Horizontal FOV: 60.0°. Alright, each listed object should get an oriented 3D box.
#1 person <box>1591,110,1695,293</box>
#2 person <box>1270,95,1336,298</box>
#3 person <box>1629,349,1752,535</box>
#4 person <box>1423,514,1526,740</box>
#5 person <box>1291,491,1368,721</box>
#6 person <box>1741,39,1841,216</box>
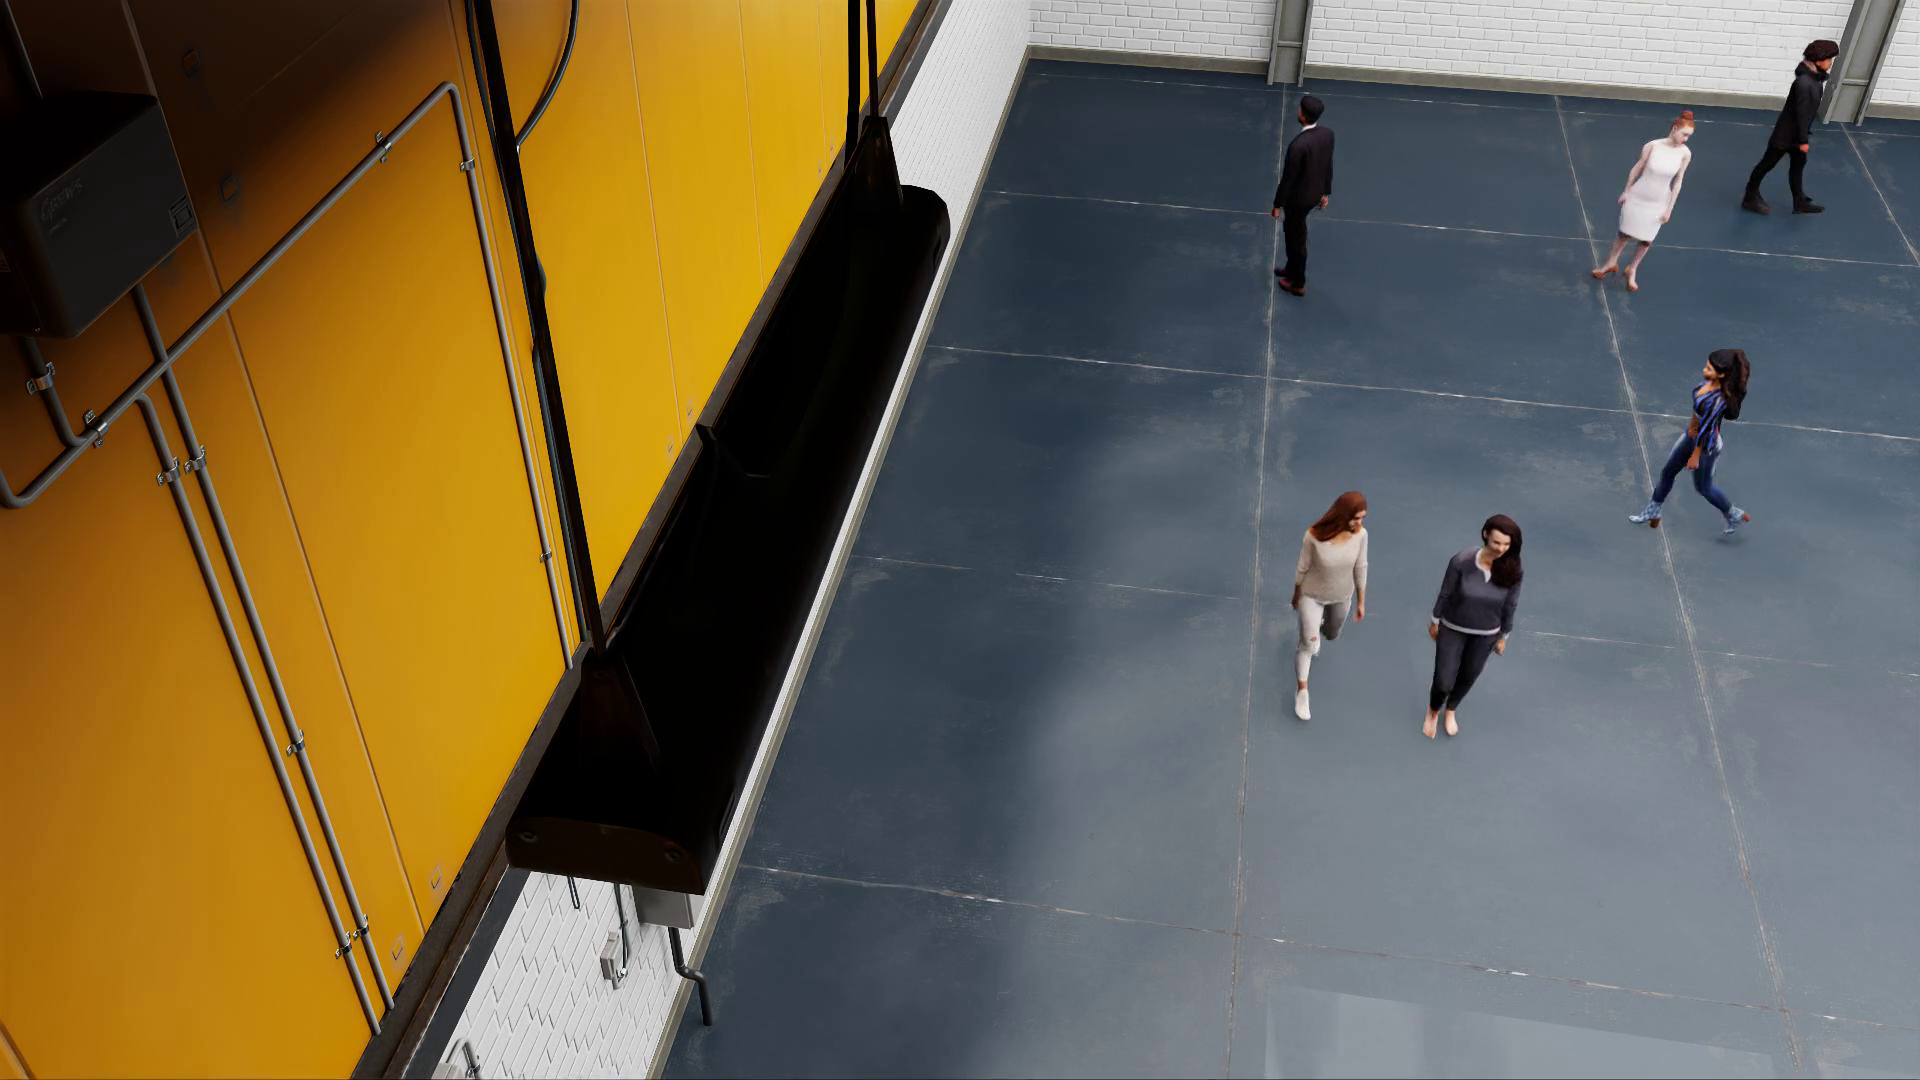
[{"bbox_3d":[6.074,-3.030,14.808,0.587,1.775,0.814,24,44,27],"label":"person"},{"bbox_3d":[3.094,-2.994,14.687,0.855,1.870,0.890,-29,47,-32],"label":"person"},{"bbox_3d":[5.429,-0.665,11.993,1.021,1.593,0.619,7,39,8],"label":"person"},{"bbox_3d":[3.173,0.498,10.414,0.570,1.746,0.702,3,39,4],"label":"person"},{"bbox_3d":[2.346,0.301,10.712,1.009,1.682,0.831,-1,39,-2],"label":"person"},{"bbox_3d":[7.909,-3.959,15.995,1.074,1.746,0.913,28,46,30],"label":"person"}]
